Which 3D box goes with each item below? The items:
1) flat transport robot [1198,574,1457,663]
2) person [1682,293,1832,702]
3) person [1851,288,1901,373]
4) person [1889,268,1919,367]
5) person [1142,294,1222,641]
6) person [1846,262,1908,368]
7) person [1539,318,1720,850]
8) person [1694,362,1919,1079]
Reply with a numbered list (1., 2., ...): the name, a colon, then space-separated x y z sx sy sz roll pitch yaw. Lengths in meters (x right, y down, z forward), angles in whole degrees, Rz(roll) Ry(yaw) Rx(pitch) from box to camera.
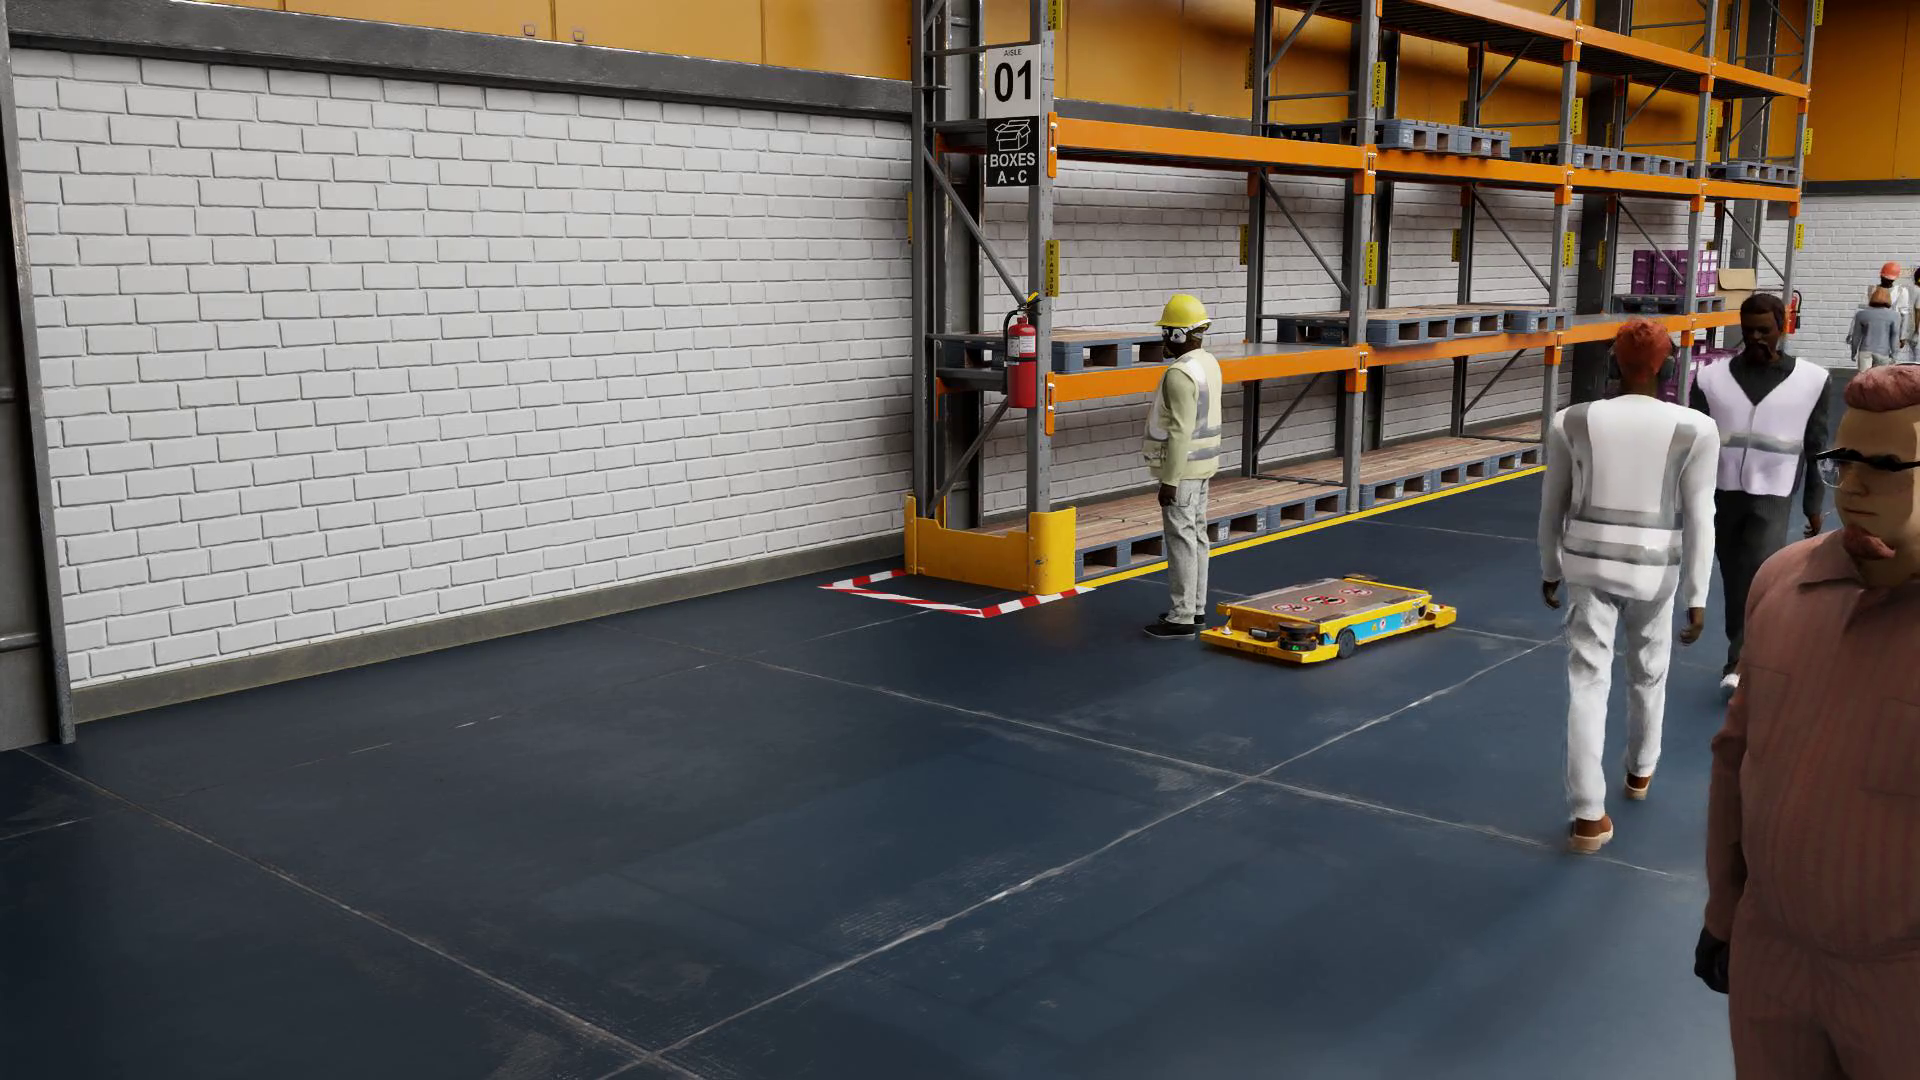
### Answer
1. flat transport robot: 1.976 0.399 8.845 1.431 0.197 0.652 -9 14 -42
2. person: 3.631 -0.197 7.703 0.621 1.861 1.011 7 12 35
3. person: 11.122 -2.262 20.219 0.518 1.586 0.847 7 12 34
4. person: 13.274 -2.895 23.243 0.904 1.807 0.654 -2 10 -10
5. person: 1.177 -0.384 8.858 0.404 1.831 0.600 4 11 23
6. person: 12.195 -2.744 22.133 0.681 1.886 0.536 9 13 42
7. person: 2.372 0.128 5.959 0.594 1.828 0.996 5 11 25
8. person: 1.436 0.671 2.647 0.403 1.904 0.652 -5 11 -24
